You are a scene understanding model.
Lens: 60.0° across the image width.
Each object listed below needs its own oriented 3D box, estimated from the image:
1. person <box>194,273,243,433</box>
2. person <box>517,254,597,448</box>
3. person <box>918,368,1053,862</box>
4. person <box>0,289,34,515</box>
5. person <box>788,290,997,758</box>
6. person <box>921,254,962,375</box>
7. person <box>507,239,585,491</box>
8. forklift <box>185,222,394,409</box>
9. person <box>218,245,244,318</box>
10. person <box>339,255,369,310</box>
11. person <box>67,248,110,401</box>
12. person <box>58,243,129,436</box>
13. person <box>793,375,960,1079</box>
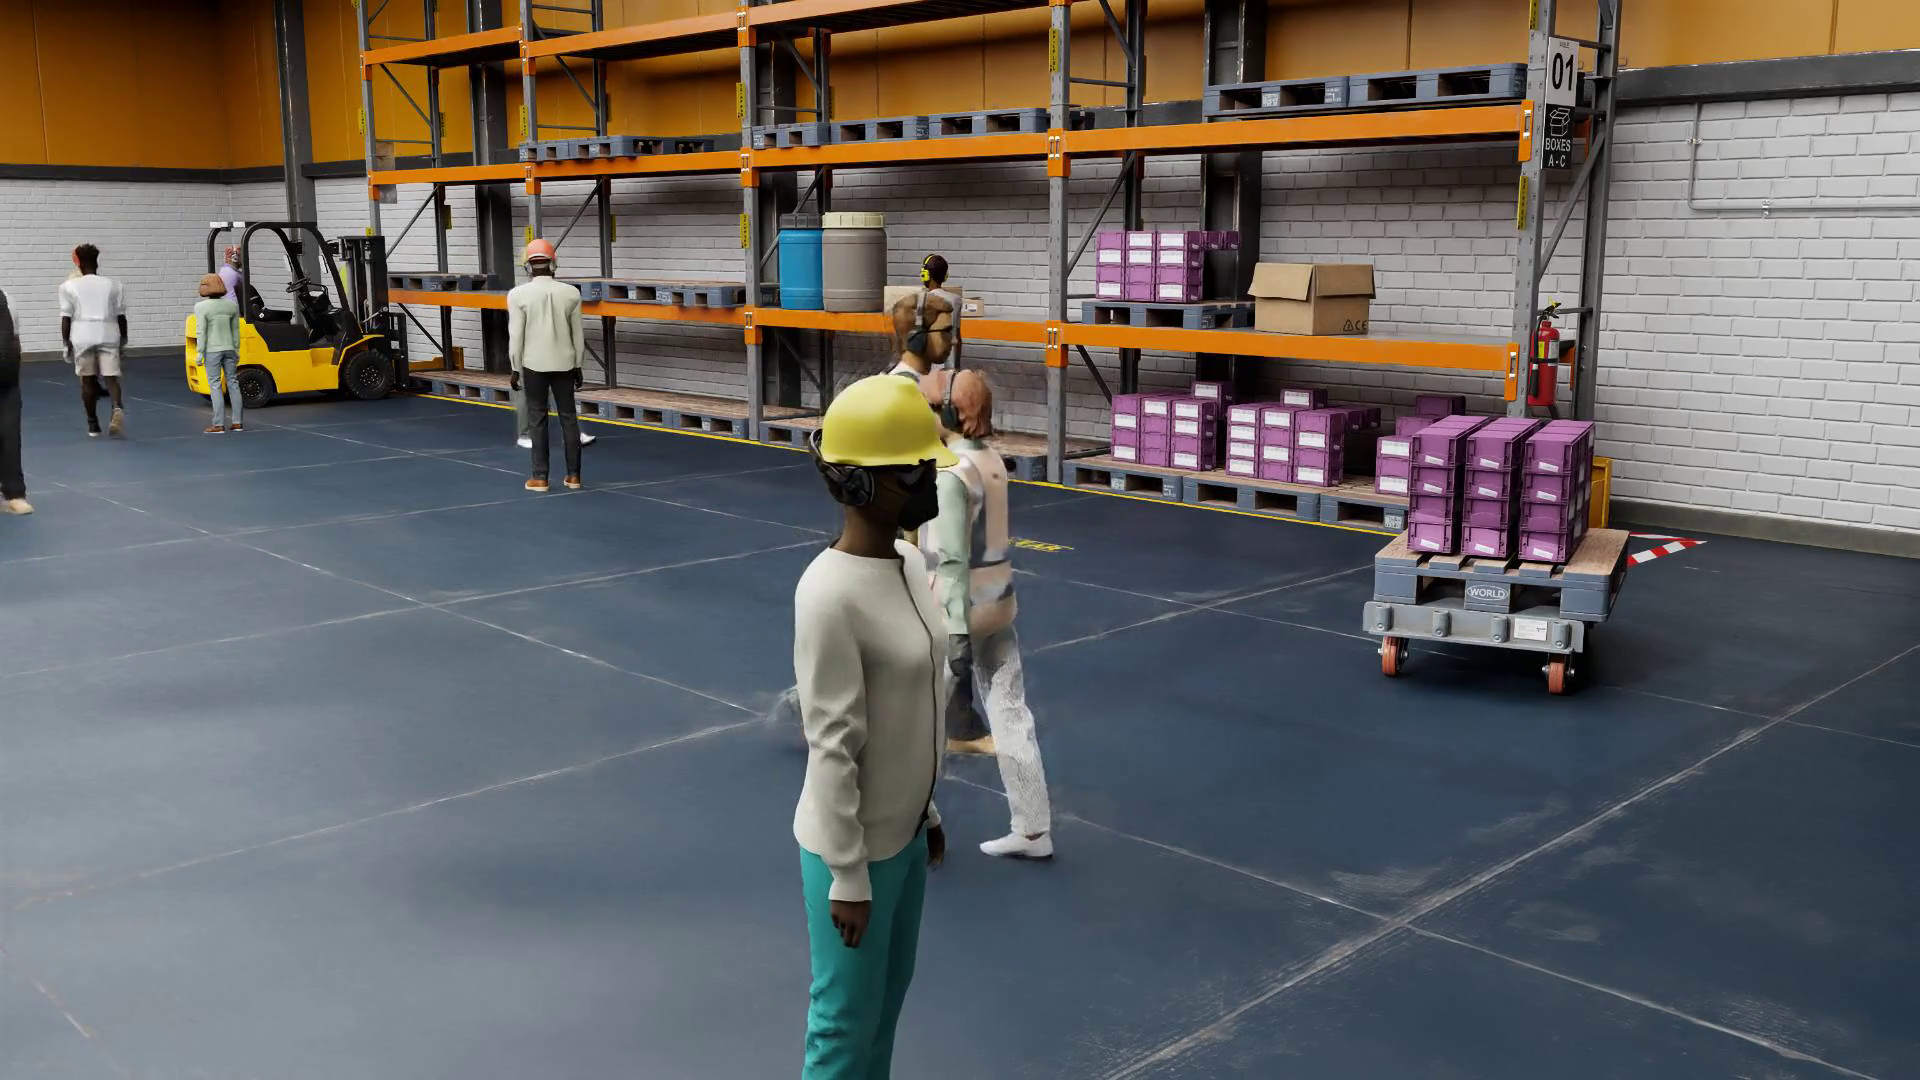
[{"bbox_3d":[-7.618,-1.911,17.090,0.273,1.627,0.508,6,12,29],"label":"person"},{"bbox_3d":[-3.878,-1.775,15.664,0.953,1.883,0.613,8,13,36],"label":"person"},{"bbox_3d":[-0.062,0.249,5.373,0.833,1.593,0.548,4,11,20],"label":"person"},{"bbox_3d":[-7.162,-1.201,12.091,0.785,2.000,0.690,8,13,38],"label":"person"},{"bbox_3d":[-0.220,-0.039,6.361,0.847,1.823,0.514,-1,10,-8],"label":"person"},{"bbox_3d":[-0.200,-1.385,13.562,0.512,1.872,0.330,-9,14,-40],"label":"person"},{"bbox_3d":[-3.287,-1.381,13.214,0.612,1.990,0.392,-7,12,-32],"label":"person"},{"bbox_3d":[-8.169,-2.758,20.163,2.313,2.155,1.214,-10,14,-44],"label":"forklift"},{"bbox_3d":[-9.123,-2.764,21.011,0.399,1.900,0.645,-5,11,-25],"label":"person"},{"bbox_3d":[-8.690,-3.290,24.068,0.660,1.832,0.429,7,12,33],"label":"person"},{"bbox_3d":[-10.685,-2.654,20.446,0.484,1.885,0.707,1,10,6],"label":"person"},{"bbox_3d":[-8.655,-1.992,16.664,0.625,1.947,0.674,-6,12,-29],"label":"person"},{"bbox_3d":[-0.150,0.567,3.201,0.308,1.769,0.525,3,11,14],"label":"person"}]
